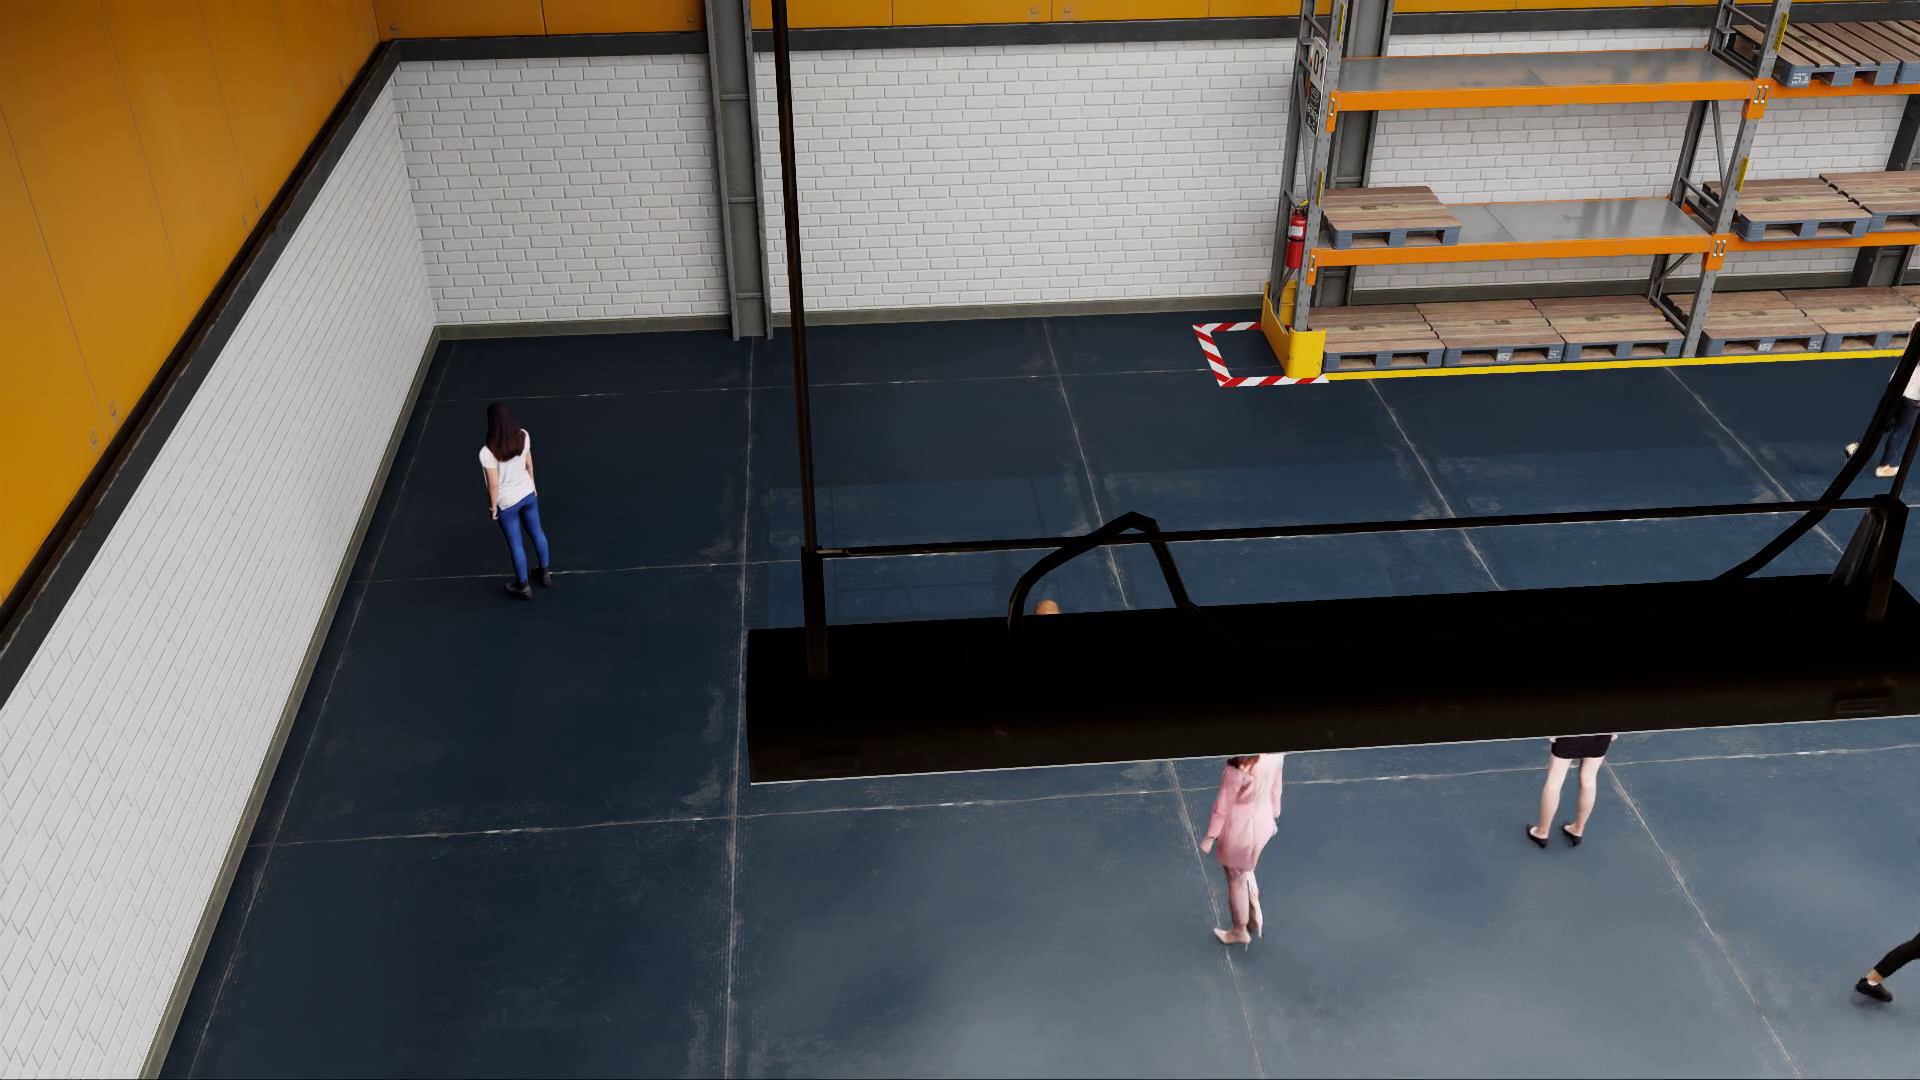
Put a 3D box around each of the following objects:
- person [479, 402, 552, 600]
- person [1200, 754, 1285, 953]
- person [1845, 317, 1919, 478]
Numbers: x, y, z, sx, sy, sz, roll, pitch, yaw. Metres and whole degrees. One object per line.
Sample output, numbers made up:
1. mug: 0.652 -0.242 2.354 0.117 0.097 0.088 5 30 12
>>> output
1. person: -3.411 -0.298 12.762 0.731 1.685 0.675 24 40 31
2. person: 1.709 1.730 9.614 0.745 1.791 0.819 -27 42 -35
3. person: 8.015 -1.304 14.192 0.793 1.777 0.632 -1 34 -2
